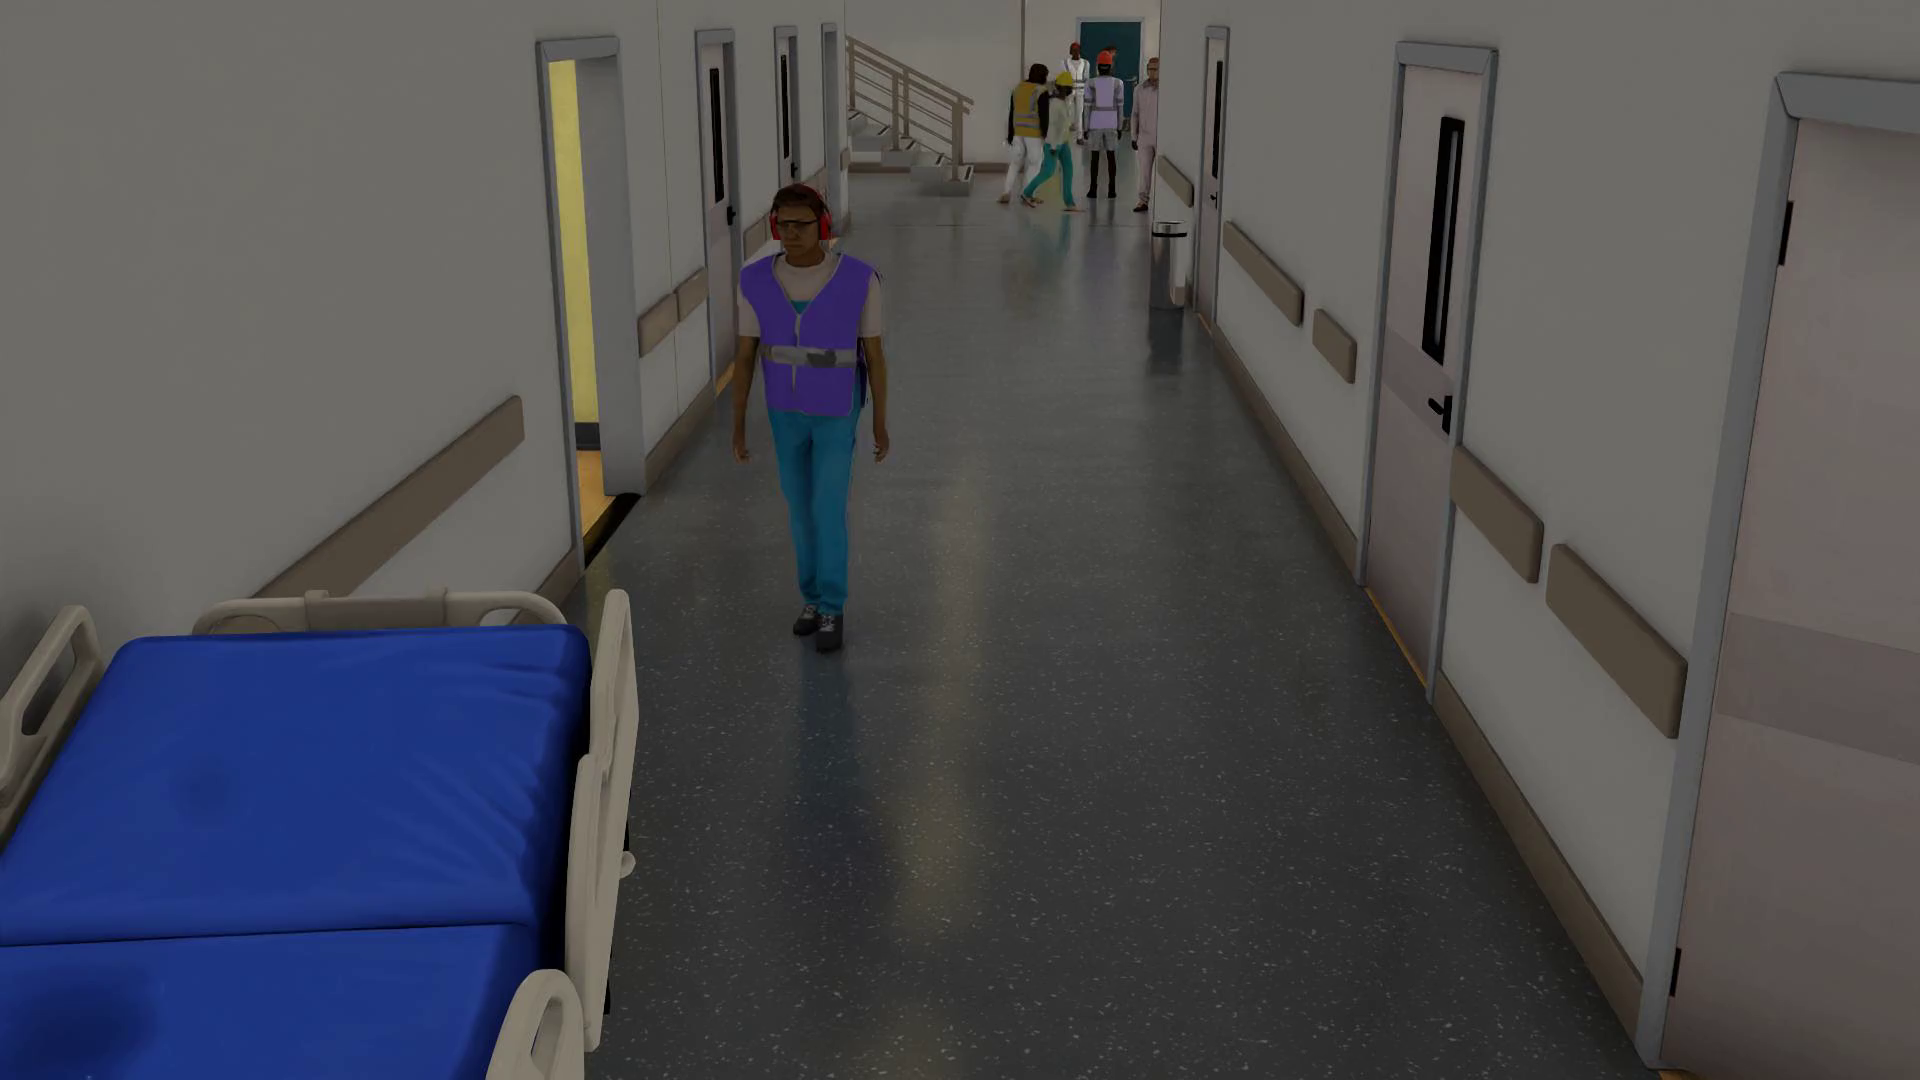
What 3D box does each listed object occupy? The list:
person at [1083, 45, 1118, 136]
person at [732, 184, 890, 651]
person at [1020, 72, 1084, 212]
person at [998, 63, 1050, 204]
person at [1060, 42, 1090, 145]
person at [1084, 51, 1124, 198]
[{"bbox_3d":[2.829,-9.038,33.491,0.803,1.810,0.543,12,21,33],"label":"person"},{"bbox_3d":[-0.600,-0.462,6.500,0.605,1.821,0.636,4,18,13],"label":"person"},{"bbox_3d":[1.160,-5.010,20.949,0.782,1.732,0.548,9,20,25],"label":"person"},{"bbox_3d":[0.858,-5.293,21.737,0.546,1.805,0.749,-16,24,-42],"label":"person"},{"bbox_3d":[2.161,-8.415,31.398,0.580,1.883,0.352,-2,18,-7],"label":"person"},{"bbox_3d":[1.928,-5.598,22.454,0.545,1.938,0.357,-1,18,-3],"label":"person"}]
